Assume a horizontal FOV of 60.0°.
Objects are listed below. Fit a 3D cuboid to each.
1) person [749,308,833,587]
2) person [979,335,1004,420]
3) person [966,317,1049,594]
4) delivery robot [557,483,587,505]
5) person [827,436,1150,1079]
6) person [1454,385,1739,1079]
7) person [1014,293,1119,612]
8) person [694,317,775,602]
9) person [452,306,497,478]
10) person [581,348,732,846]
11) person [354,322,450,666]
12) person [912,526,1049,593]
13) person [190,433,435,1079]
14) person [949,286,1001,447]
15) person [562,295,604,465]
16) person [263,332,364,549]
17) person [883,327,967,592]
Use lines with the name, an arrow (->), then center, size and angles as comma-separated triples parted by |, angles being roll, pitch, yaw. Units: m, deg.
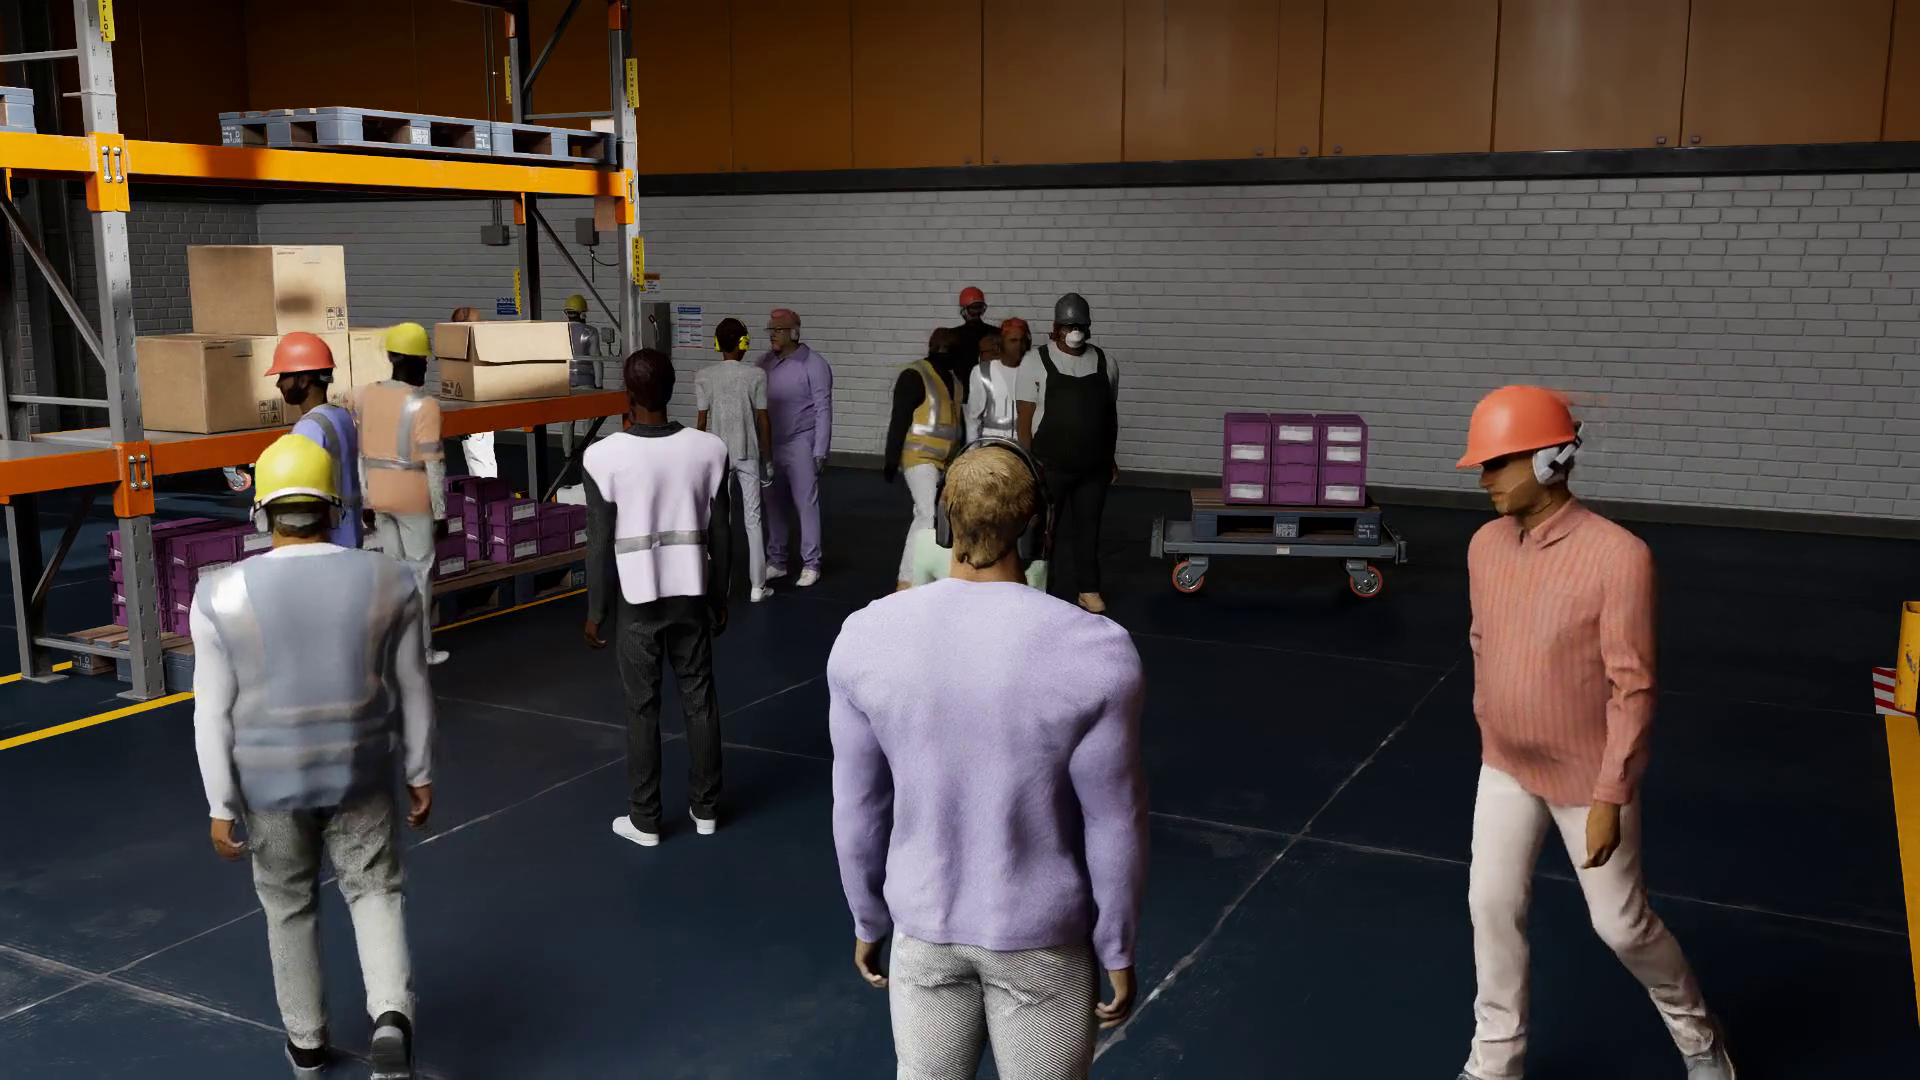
person -> -1.182, -0.627, 11.400 | 0.696, 1.905, 0.403 | 6, 11, 30
person -> 0.267, -0.813, 13.259 | 0.286, 1.633, 0.497 | 1, 10, 6
person -> 0.339, -0.538, 11.067 | 0.599, 1.844, 0.925 | -1, 10, -8
delivery robot -> -2.871, -0.298, 13.124 | 0.707, 0.478, 0.477 | 3, 10, 19
person -> 0.059, 0.763, 3.253 | 0.630, 1.940, 0.370 | 3, 10, 17
person -> 1.634, 0.568, 4.344 | 0.794, 1.961, 0.630 | -6, 11, -30
person -> 0.707, -0.537, 10.483 | 0.688, 2.000, 0.536 | -3, 10, -15
person -> -1.468, -0.517, 10.882 | 0.519, 1.865, 0.326 | 0, 10, 1
person -> -4.030, -1.004, 13.762 | 0.429, 1.844, 0.621 | -1, 10, -3
person -> -1.156, 0.225, 6.416 | 0.587, 1.922, 0.392 | -5, 11, -29
person -> -3.044, -0.216, 8.989 | 0.616, 1.909, 0.561 | 5, 11, 26
person -> 0.058, 0.477, 5.863 | 0.498, 1.604, 0.789 | 1, 10, 8
person -> -1.693, 0.628, 4.418 | 0.599, 1.813, 0.698 | -5, 11, -28
person -> 0.096, -1.296, 15.046 | 0.650, 1.983, 0.454 | -5, 11, -28
person -> -4.102, -1.718, 17.922 | 0.598, 1.832, 0.404 | 2, 10, 13
person -> -2.865, 0.043, 7.428 | 0.368, 1.933, 0.553 | -1, 10, -5
person -> -0.191, -0.500, 10.991 | 0.506, 1.792, 0.704 | 5, 11, 26
